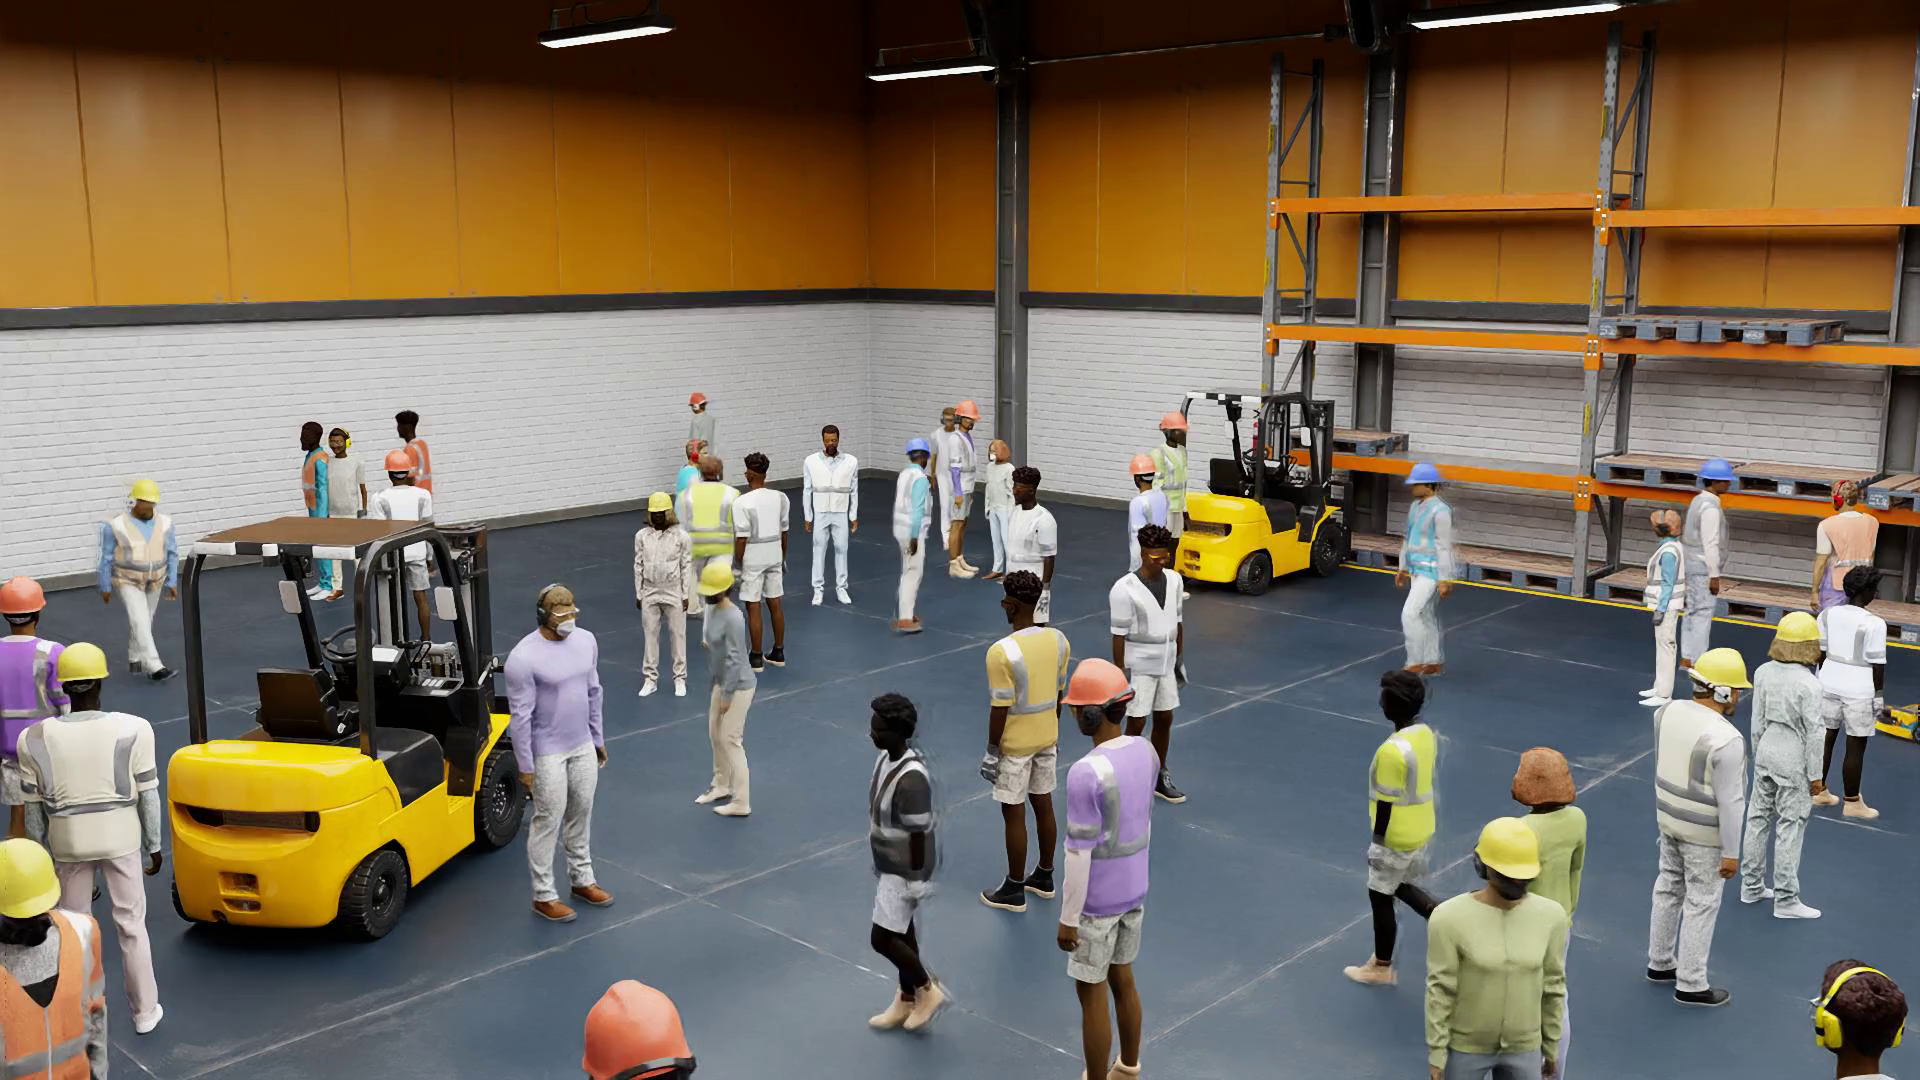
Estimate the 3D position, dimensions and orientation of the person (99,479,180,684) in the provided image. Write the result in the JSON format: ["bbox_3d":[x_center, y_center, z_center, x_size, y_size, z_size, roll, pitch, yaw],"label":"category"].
[{"bbox_3d":[-7.143,0.353,14.494,0.876,1.784,0.603,8,13,38],"label":"person"}]

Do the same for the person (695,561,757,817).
[{"bbox_3d":[-1.570,0.973,11.082,0.387,1.729,0.542,-5,11,-27],"label":"person"}]

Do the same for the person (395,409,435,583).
[{"bbox_3d":[-6.162,-0.497,18.791,0.361,1.963,0.637,-1,10,-6],"label":"person"}]

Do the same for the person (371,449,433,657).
[{"bbox_3d":[-5.100,0.137,15.245,0.546,1.942,0.353,-6,12,-32],"label":"person"}]

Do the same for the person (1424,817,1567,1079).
[{"bbox_3d":[1.941,1.845,6.049,0.522,1.760,0.332,-1,10,-4],"label":"person"}]

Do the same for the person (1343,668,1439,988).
[{"bbox_3d":[2.282,1.480,8.358,0.579,1.677,0.536,7,12,34],"label":"person"}]

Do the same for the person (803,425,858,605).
[{"bbox_3d":[-1.365,-0.270,17.632,0.593,1.920,0.392,-2,10,-10],"label":"person"}]

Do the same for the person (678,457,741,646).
[{"bbox_3d":[-2.365,0.111,15.851,0.651,1.795,0.922,1,10,7],"label":"person"}]

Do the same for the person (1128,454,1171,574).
[{"bbox_3d":[1.658,0.189,14.979,0.376,1.933,0.544,7,12,36],"label":"person"}]

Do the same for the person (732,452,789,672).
[{"bbox_3d":[-1.792,0.192,14.859,0.361,1.964,0.617,9,14,42],"label":"person"}]

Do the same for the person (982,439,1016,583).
[{"bbox_3d":[0.455,-0.328,18.801,0.278,1.627,0.505,-7,12,-35],"label":"person"}]

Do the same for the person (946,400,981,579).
[{"bbox_3d":[0.052,-0.587,19.095,0.395,2.039,0.607,3,10,15],"label":"person"}]

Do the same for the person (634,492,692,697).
[{"bbox_3d":[-2.500,0.456,13.994,0.486,1.744,0.294,0,10,1],"label":"person"}]

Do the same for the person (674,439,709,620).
[{"bbox_3d":[-2.720,-0.111,16.930,0.373,1.843,0.572,-4,11,-19],"label":"person"}]

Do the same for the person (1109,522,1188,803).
[{"bbox_3d":[1.277,0.841,11.208,0.621,1.952,0.384,-7,12,-35],"label":"person"}]

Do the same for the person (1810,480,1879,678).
[{"bbox_3d":[7.412,0.415,13.973,0.560,1.836,0.394,-2,10,-13],"label":"person"}]

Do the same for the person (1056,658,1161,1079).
[{"bbox_3d":[0.607,1.512,7.188,0.410,2.030,0.611,7,12,35],"label":"person"}]

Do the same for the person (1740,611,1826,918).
[{"bbox_3d":[4.683,1.261,9.409,0.289,1.746,0.487,-3,10,-18],"label":"person"}]

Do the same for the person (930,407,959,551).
[{"bbox_3d":[-0.137,-0.812,21.057,0.499,1.809,0.890,-1,10,-3],"label":"person"}]

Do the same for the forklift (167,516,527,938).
[{"bbox_3d":[-3.583,0.976,9.748,1.214,2.155,2.313,2,10,11],"label":"forklift"}]

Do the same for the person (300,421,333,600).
[{"bbox_3d":[-6.908,-0.324,17.931,0.384,1.921,0.596,-6,12,-30],"label":"person"}]

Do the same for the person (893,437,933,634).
[{"bbox_3d":[-0.463,-0.046,16.424,0.496,1.895,0.751,-3,10,-15],"label":"person"}]

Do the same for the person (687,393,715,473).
[{"bbox_3d":[-3.661,-1.213,23.501,0.482,1.741,0.579,4,11,21],"label":"person"}]

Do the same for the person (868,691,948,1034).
[{"bbox_3d":[-0.300,1.548,7.923,0.367,1.683,0.556,-3,10,-16],"label":"person"}]

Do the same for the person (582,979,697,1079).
[{"bbox_3d":[-0.750,2.054,4.048,0.386,2.039,0.615,8,12,37],"label":"person"}]

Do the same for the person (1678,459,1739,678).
[{"bbox_3d":[6.551,0.250,14.598,0.406,1.945,0.611,2,10,13],"label":"person"}]

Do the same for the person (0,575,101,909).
[{"bbox_3d":[-5.232,1.159,9.422,0.552,1.942,0.342,0,10,2],"label":"person"}]

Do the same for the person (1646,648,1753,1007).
[{"bbox_3d":[3.685,1.424,8.282,0.403,1.817,0.601,-2,10,-13],"label":"person"}]

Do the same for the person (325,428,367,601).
[{"bbox_3d":[-6.589,-0.272,17.777,0.514,1.873,0.329,0,10,-2],"label":"person"}]

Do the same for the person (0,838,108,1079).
[{"bbox_3d":[-3.019,1.880,5.464,0.479,1.895,0.586,6,12,33],"label":"person"}]

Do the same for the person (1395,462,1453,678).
[{"bbox_3d":[3.960,0.282,14.472,0.682,1.923,0.630,-1,10,-7],"label":"person"}]

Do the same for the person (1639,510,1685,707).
[{"bbox_3d":[5.805,0.558,13.716,0.311,1.639,0.512,5,11,25],"label":"person"}]

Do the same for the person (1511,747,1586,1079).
[{"bbox_3d":[2.502,1.694,7.247,0.507,1.636,0.274,-6,12,-33],"label":"person"}]

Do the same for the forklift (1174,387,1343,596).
[{"bbox_3d":[3.298,-0.608,18.767,1.214,2.155,2.313,9,13,42],"label":"forklift"}]

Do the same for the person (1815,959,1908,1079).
[{"bbox_3d":[2.393,2.058,4.555,0.510,1.861,0.324,-2,10,-11],"label":"person"}]

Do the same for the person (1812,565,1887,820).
[{"bbox_3d":[5.903,1.002,11.032,0.319,1.693,0.532,-3,11,-19],"label":"person"}]

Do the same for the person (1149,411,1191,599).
[{"bbox_3d":[2.258,-0.351,17.728,0.367,2.048,0.607,8,13,37],"label":"person"}]

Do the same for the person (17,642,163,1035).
[{"bbox_3d":[-4.120,1.436,7.935,0.583,1.918,0.407,-4,11,-20],"label":"person"}]

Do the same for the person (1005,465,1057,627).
[{"bbox_3d":[0.567,0.348,13.983,0.361,1.962,0.613,-6,12,-30],"label":"person"}]

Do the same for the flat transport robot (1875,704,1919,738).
[{"bbox_3d":[7.736,1.457,12.486,0.652,0.197,1.431,-6,11,-29],"label":"flat transport robot"}]

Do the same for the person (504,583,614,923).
[{"bbox_3d":[-2.252,1.183,9.343,0.381,1.928,0.633,6,12,32],"label":"person"}]

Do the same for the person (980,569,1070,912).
[{"bbox_3d":[0.358,1.135,9.495,0.367,1.966,0.607,9,14,43],"label":"person"}]
